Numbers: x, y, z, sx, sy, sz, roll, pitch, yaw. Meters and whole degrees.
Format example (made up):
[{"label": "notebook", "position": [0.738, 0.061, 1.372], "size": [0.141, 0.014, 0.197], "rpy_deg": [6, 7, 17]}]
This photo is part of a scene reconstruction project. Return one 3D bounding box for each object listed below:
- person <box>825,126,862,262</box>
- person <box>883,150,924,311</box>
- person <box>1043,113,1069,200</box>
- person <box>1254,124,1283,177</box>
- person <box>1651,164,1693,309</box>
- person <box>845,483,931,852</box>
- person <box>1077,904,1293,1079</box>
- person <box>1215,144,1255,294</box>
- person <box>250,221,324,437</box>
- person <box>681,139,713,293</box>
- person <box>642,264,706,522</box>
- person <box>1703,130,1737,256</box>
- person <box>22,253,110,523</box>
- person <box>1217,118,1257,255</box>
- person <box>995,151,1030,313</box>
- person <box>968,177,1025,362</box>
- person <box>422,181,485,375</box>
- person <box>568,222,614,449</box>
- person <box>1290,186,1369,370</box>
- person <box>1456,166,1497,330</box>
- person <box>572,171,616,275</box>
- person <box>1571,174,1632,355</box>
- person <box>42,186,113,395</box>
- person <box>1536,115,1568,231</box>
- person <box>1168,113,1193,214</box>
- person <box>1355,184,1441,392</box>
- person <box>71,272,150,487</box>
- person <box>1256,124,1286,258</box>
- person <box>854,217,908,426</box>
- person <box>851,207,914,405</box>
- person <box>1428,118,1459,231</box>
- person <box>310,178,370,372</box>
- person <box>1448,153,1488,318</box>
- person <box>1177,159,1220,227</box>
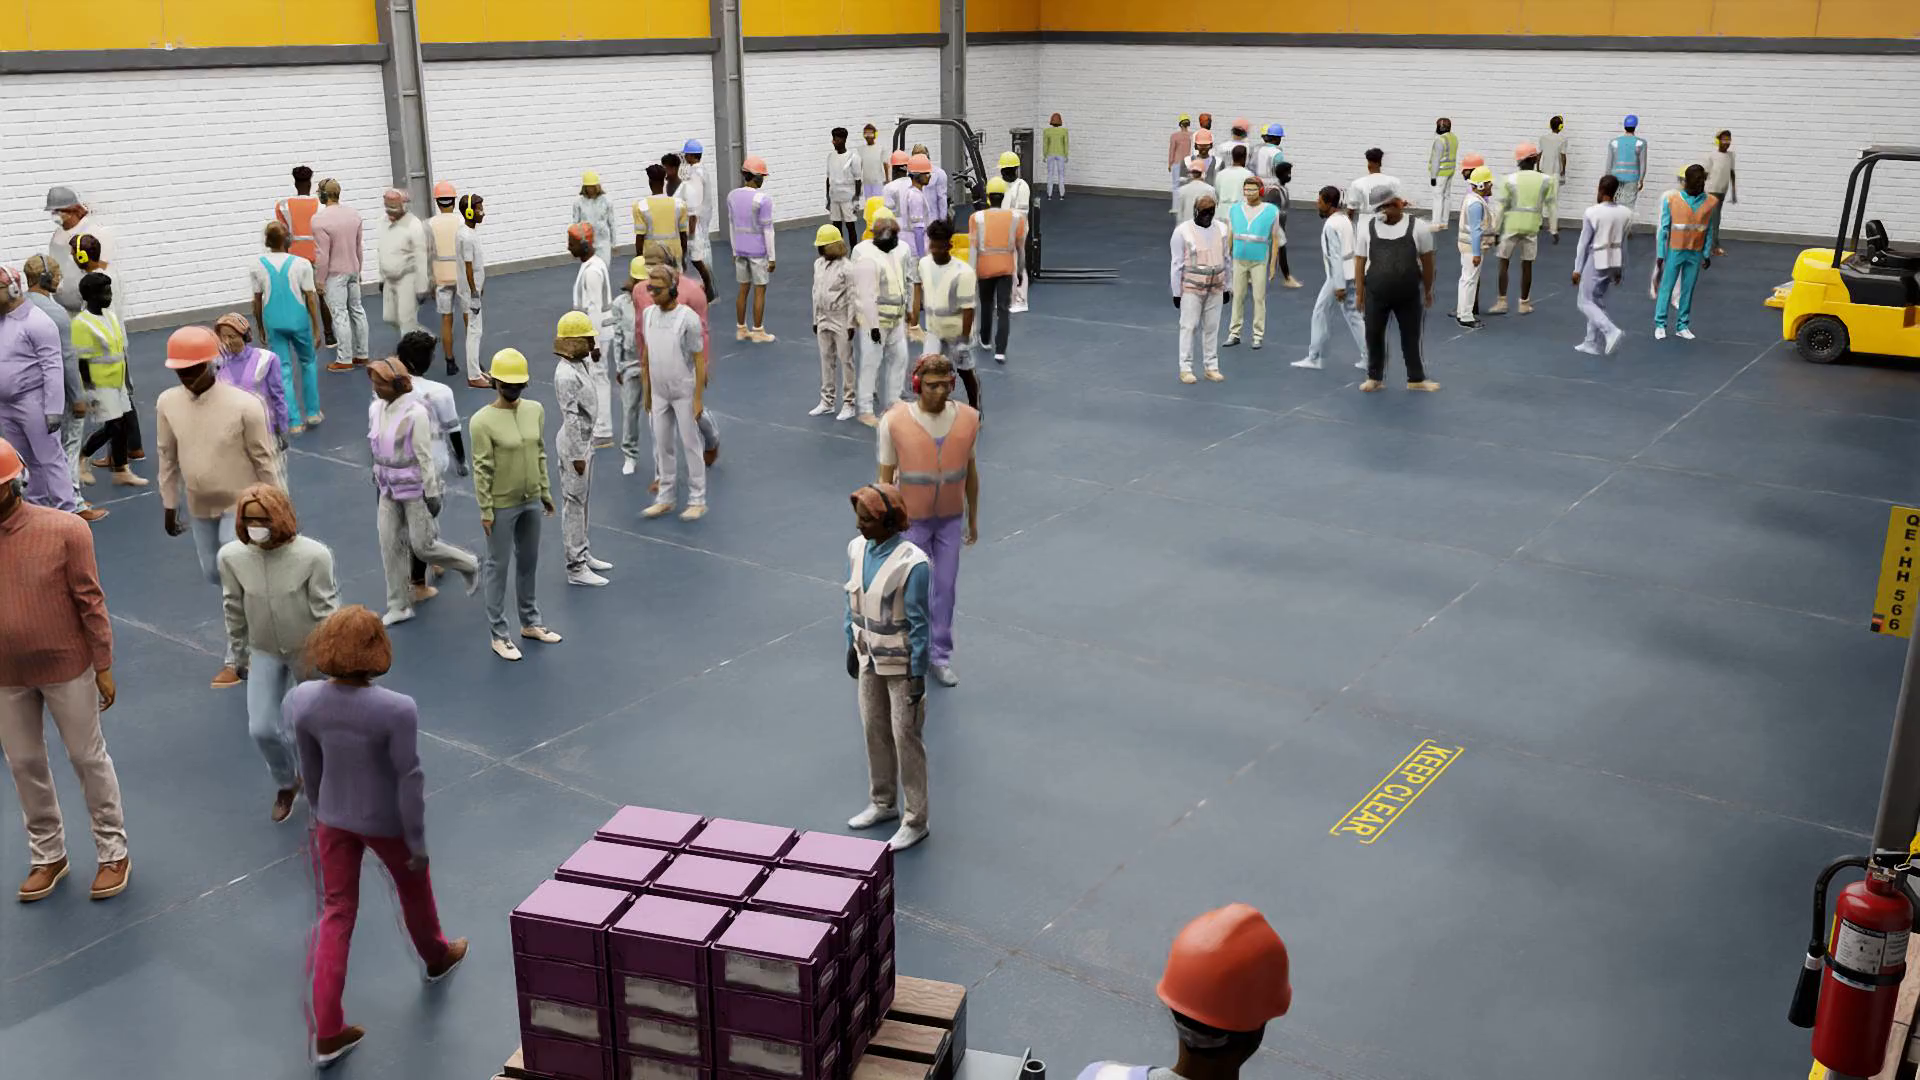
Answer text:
[{"label": "person", "position": [-1.666, -4.847, 23.535], "size": [0.615, 1.964, 0.361], "rpy_deg": [12, 22, 34]}, {"label": "person", "position": [-0.697, -3.711, 20.056], "size": [0.549, 1.928, 0.387], "rpy_deg": [-10, 20, -29]}, {"label": "person", "position": [1.839, -7.361, 31.936], "size": [0.497, 1.634, 0.278], "rpy_deg": [2, 18, 7]}, {"label": "person", "position": [4.947, -5.852, 27.007], "size": [0.524, 1.769, 0.308], "rpy_deg": [5, 18, 14]}, {"label": "person", "position": [8.834, -3.763, 20.502], "size": [0.526, 1.743, 0.735], "rpy_deg": [2, 18, 6]}, {"label": "person", "position": [-0.308, 0.537, 7.241], "size": [0.312, 1.631, 0.529], "rpy_deg": [-15, 23, -39]}, {"label": "person", "position": [0.473, 1.625, 3.366], "size": [0.554, 1.926, 0.404], "rpy_deg": [10, 20, 29]}, {"label": "person", "position": [3.502, -4.079, 21.259], "size": [0.632, 1.891, 0.496], "rpy_deg": [15, 23, 39]}, {"label": "person", "position": [-5.787, -1.839, 14.360], "size": [0.528, 1.818, 0.754], "rpy_deg": [-4, 18, -12]}, {"label": "person", "position": [-3.378, -4.171, 21.453], "size": [0.386, 1.948, 0.601], "rpy_deg": [0, 18, -1]}, {"label": "person", "position": [-2.043, -1.043, 11.837], "size": [0.515, 1.843, 0.331], "rpy_deg": [10, 20, 27]}, {"label": "person", "position": [11.323, -5.227, 24.938], "size": [0.512, 1.842, 0.899], "rpy_deg": [-5, 18, -16]}, {"label": "person", "position": [-6.389, -1.051, 11.730], "size": [0.636, 1.931, 0.377], "rpy_deg": [13, 22, 35]}, {"label": "person", "position": [4.074, -5.279, 24.846], "size": [0.637, 2.004, 0.824], "rpy_deg": [-4, 18, -12]}, {"label": "person", "position": [0.621, -3.704, 20.049], "size": [0.399, 1.919, 0.581], "rpy_deg": [-10, 20, -28]}, {"label": "person", "position": [0.381, -2.844, 17.424], "size": [0.614, 1.867, 1.005], "rpy_deg": [-2, 18, -5]}, {"label": "person", "position": [-5.043, -2.598, 16.577], "size": [0.555, 1.925, 0.393], "rpy_deg": [-1, 18, -4]}, {"label": "person", "position": [-3.065, -1.700, 13.841], "size": [0.392, 1.881, 0.587], "rpy_deg": [-3, 18, -10]}, {"label": "person", "position": [3.880, -2.630, 16.809], "size": [0.856, 1.859, 0.611], "rpy_deg": [10, 20, 28]}, {"label": "person", "position": [5.906, -3.343, 19.043], "size": [0.404, 1.836, 0.592], "rpy_deg": [3, 18, 10]}, {"label": "person", "position": [-4.396, -3.594, 20.041], "size": [0.498, 1.705, 0.883], "rpy_deg": [-2, 18, -5]}, {"label": "person", "position": [6.762, -2.857, 17.430], "size": [0.607, 1.898, 0.667], "rpy_deg": [-8, 19, -23]}, {"label": "person", "position": [-8.098, -2.242, 15.271], "size": [0.687, 2.000, 0.691], "rpy_deg": [8, 19, 23]}, {"label": "person", "position": [9.749, -6.046, 27.442], "size": [0.521, 1.873, 0.335], "rpy_deg": [16, 24, 41]}, {"label": "person", "position": [3.982, -6.728, 29.762], "size": [0.532, 1.758, 0.345], "rpy_deg": [-3, 18, -9]}, {"label": "person", "position": [4.187, -2.387, 15.724], "size": [0.903, 2.000, 0.535], "rpy_deg": [4, 18, 13]}, {"label": "person", "position": [-6.513, -1.193, 12.577], "size": [0.424, 1.677, 0.540], "rpy_deg": [0, 18, 0]}, {"label": "person", "position": [4.557, -5.119, 24.439], "size": [0.416, 1.939, 0.605], "rpy_deg": [-6, 19, -19]}, {"label": "person", "position": [-0.700, -1.907, 14.598], "size": [0.431, 1.819, 0.700], "rpy_deg": [9, 20, 25]}, {"label": "person", "position": [-0.707, -2.157, 15.365], "size": [0.601, 1.821, 0.403], "rpy_deg": [-7, 19, -20]}, {"label": "person", "position": [7.939, -6.028, 27.454], "size": [0.429, 1.837, 0.629], "rpy_deg": [15, 23, 40]}, {"label": "person", "position": [-6.252, -2.665, 16.758], "size": [0.372, 1.940, 0.630], "rpy_deg": [7, 19, 21]}, {"label": "person", "position": [6.027, -3.602, 19.715], "size": [0.402, 1.928, 0.545], "rpy_deg": [9, 20, 27]}, {"label": "person", "position": [3.017, -3.999, 21.318], "size": [0.788, 1.716, 0.599], "rpy_deg": [-16, 24, -41]}]
